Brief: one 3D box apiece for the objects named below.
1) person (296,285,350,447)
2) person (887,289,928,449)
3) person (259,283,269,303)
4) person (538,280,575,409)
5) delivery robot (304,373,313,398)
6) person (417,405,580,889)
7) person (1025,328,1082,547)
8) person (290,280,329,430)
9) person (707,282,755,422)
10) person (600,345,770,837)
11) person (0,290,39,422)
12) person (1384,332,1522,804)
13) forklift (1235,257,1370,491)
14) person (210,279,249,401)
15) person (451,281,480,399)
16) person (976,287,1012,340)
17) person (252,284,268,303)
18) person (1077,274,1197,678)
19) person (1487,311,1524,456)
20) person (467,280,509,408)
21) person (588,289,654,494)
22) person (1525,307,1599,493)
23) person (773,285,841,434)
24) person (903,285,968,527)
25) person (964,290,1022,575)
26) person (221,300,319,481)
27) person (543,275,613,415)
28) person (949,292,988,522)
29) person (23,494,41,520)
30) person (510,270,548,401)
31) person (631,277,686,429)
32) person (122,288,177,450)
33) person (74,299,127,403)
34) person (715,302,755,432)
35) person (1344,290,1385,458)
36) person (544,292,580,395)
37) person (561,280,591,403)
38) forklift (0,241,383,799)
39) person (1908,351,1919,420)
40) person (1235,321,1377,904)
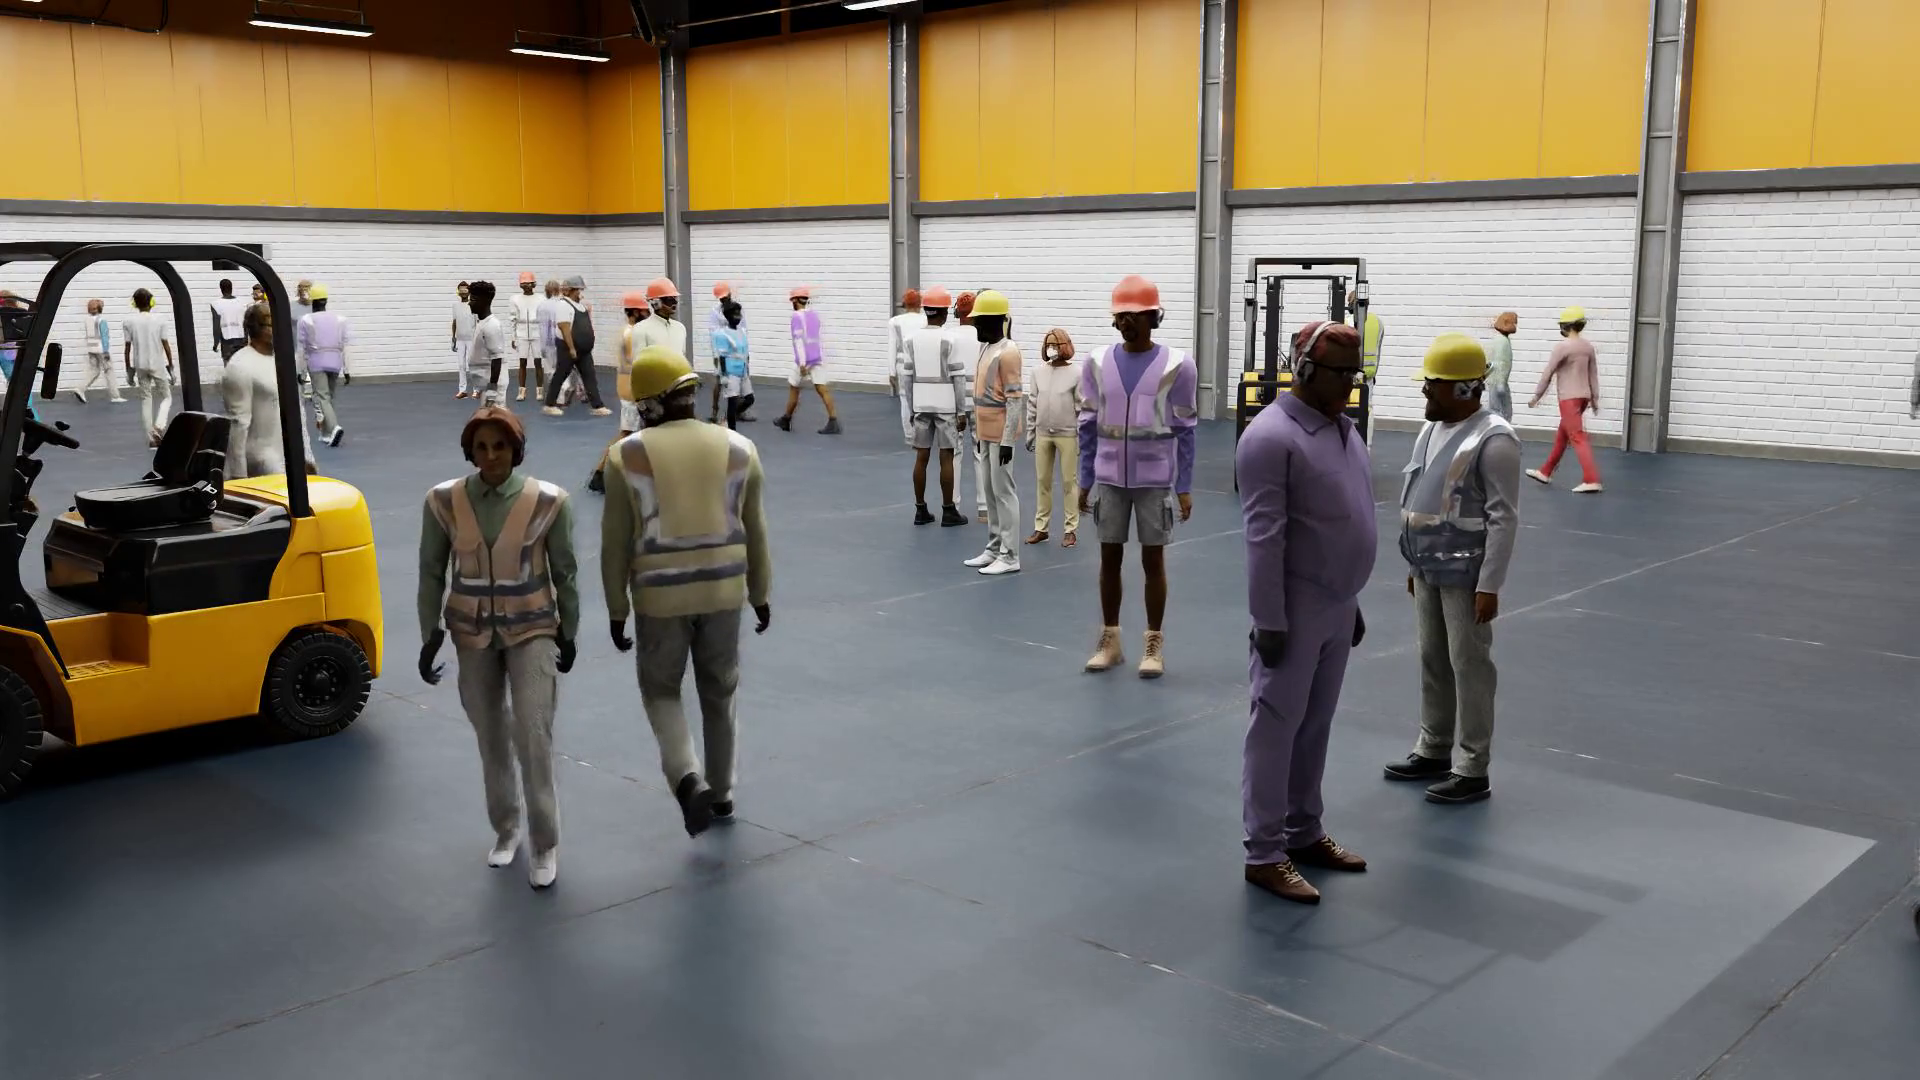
[{"bbox_3d":[-7.455,-2.051,19.560,0.600,1.895,0.915,-8,12,-41],"label":"person"},{"bbox_3d":[-0.548,-1.987,19.302,0.583,1.853,0.931,0,9,0],"label":"person"},{"bbox_3d":[-11.303,-3.365,27.321,0.632,1.987,0.414,8,12,40],"label":"person"},{"bbox_3d":[-5.860,-2.855,24.400,0.601,1.917,0.655,7,12,37],"label":"person"},{"bbox_3d":[-10.155,-2.434,25.671,0.477,0.478,0.707,-4,11,-26],"label":"delivery robot"},{"bbox_3d":[-1.560,0.361,5.614,0.516,1.617,0.613,0,9,-1],"label":"person"},{"bbox_3d":[0.722,-0.765,12.450,0.498,1.632,0.284,5,10,28],"label":"person"},{"bbox_3d":[-8.377,-2.350,21.340,0.649,1.943,0.393,-6,11,-34],"label":"person"},{"bbox_3d":[-3.142,-2.524,22.446,0.651,1.895,0.488,-9,13,-43],"label":"person"},{"bbox_3d":[-0.970,0.201,6.018,0.631,1.811,0.588,-4,10,-23],"label":"person"},{"bbox_3d":[-12.317,-2.333,21.574,0.971,1.792,0.590,4,10,22],"label":"person"},{"bbox_3d":[1.917,0.108,6.496,0.403,1.827,0.598,-2,10,-14],"label":"person"},{"bbox_3d":[3.309,-1.629,16.029,1.214,2.155,2.313,2,9,11],"label":"forklift"},{"bbox_3d":[-11.435,-3.133,26.116,0.399,1.913,0.589,8,12,41],"label":"person"},{"bbox_3d":[-7.864,-3.174,26.483,0.531,1.875,0.316,2,9,11],"label":"person"},{"bbox_3d":[0.348,-2.320,21.374,0.665,1.833,0.455,-5,11,-28],"label":"person"},{"bbox_3d":[-9.552,-2.579,22.848,0.532,1.870,0.319,3,10,17],"label":"person"},{"bbox_3d":[0.883,-0.309,8.445,0.623,2.047,0.427,4,10,22],"label":"person"},{"bbox_3d":[5.906,-1.736,18.449,0.677,1.610,0.504,5,10,26],"label":"person"},{"bbox_3d":[-4.467,-1.472,15.764,0.369,1.967,0.600,-4,10,-22],"label":"person"},{"bbox_3d":[-2.997,-1.360,15.322,0.861,1.909,0.558,-2,9,-12],"label":"person"},{"bbox_3d":[5.687,-1.314,15.573,0.534,1.714,0.933,-6,11,-34],"label":"person"},{"bbox_3d":[-1.925,-2.272,20.983,1.076,1.860,0.552,7,11,35],"label":"person"},{"bbox_3d":[-0.187,-1.072,13.398,0.544,1.939,0.354,5,10,27],"label":"person"},{"bbox_3d":[0.229,-0.728,11.324,0.372,1.925,0.596,-3,10,-16],"label":"person"},{"bbox_3d":[-4.142,-0.481,9.939,1.041,1.894,0.642,0,9,2],"label":"person"},{"bbox_3d":[-5.467,-2.767,23.480,1.008,2.000,0.687,3,10,19],"label":"person"},{"bbox_3d":[0.062,-1.085,13.641,0.584,1.882,0.337,1,9,7],"label":"person"},{"bbox_3d":[-5.172,-0.220,8.656,0.993,1.796,0.509,-1,9,-5],"label":"person"},{"bbox_3d":[-6.736,-3.190,26.060,0.609,2.044,0.396,-1,9,-7],"label":"person"},{"bbox_3d":[-2.533,-1.233,14.202,0.371,1.997,0.622,6,11,32],"label":"person"},{"bbox_3d":[-9.286,-1.960,19.099,0.566,1.853,0.391,-2,9,-9],"label":"person"},{"bbox_3d":[-13.298,-2.908,25.636,0.529,1.625,0.639,6,11,31],"label":"person"},{"bbox_3d":[-2.657,-1.946,19.500,0.384,1.685,0.554,5,11,29],"label":"person"},{"bbox_3d":[4.309,-1.797,18.130,0.627,1.847,0.429,-6,11,-33],"label":"person"},{"bbox_3d":[-6.499,-3.226,27.345,0.870,1.700,0.493,9,13,43],"label":"person"},{"bbox_3d":[-5.981,-3.039,25.552,0.654,1.906,0.408,-5,11,-29],"label":"person"},{"bbox_3d":[-3.706,-0.171,7.093,1.214,2.155,2.313,9,13,43],"label":"forklift"},{"bbox_3d":[9.099,-1.239,15.430,0.529,1.603,0.561,0,9,-3],"label":"person"},{"bbox_3d":[1.180,0.226,5.559,0.407,1.902,0.639,7,12,38],"label":"person"}]
